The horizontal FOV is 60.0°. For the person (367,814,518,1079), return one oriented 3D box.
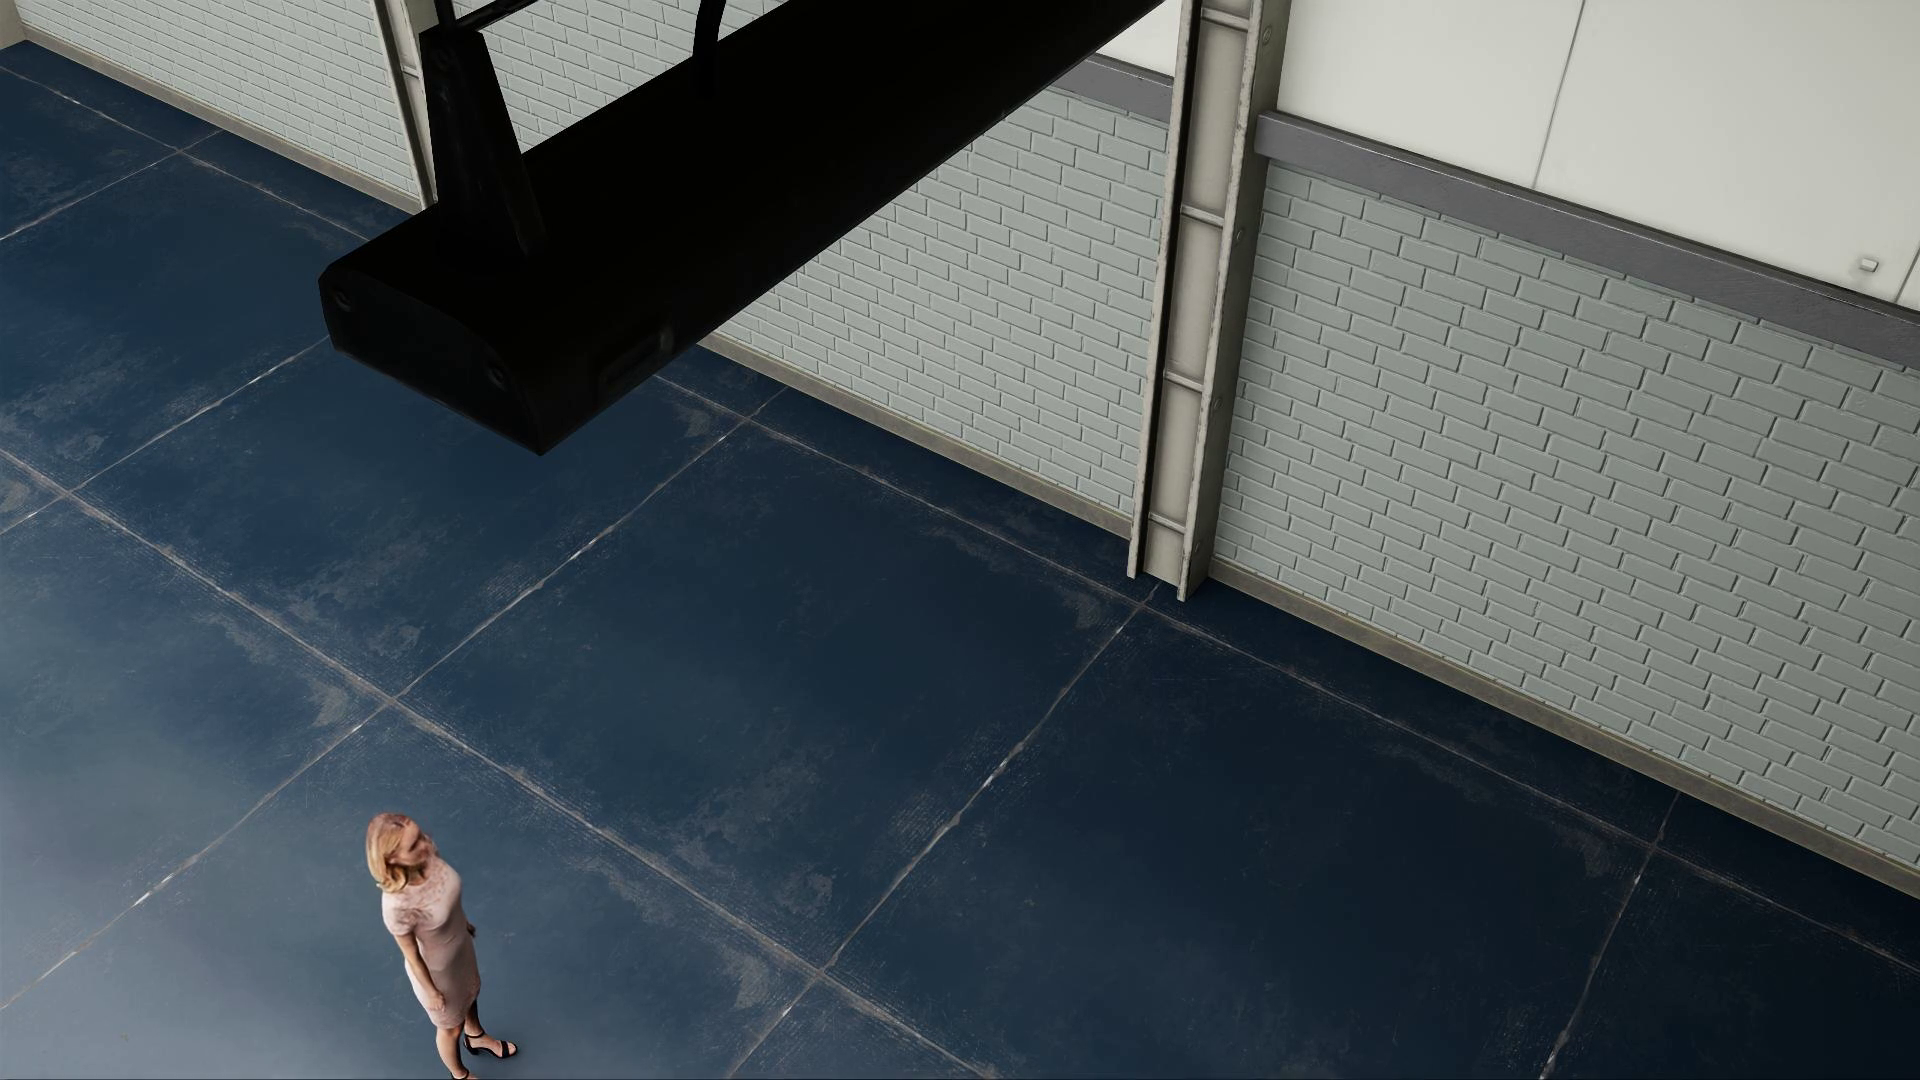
[{"bbox_3d":[-2.159,1.725,6.890,0.640,1.829,0.640,5,43,6],"label":"person"}]
